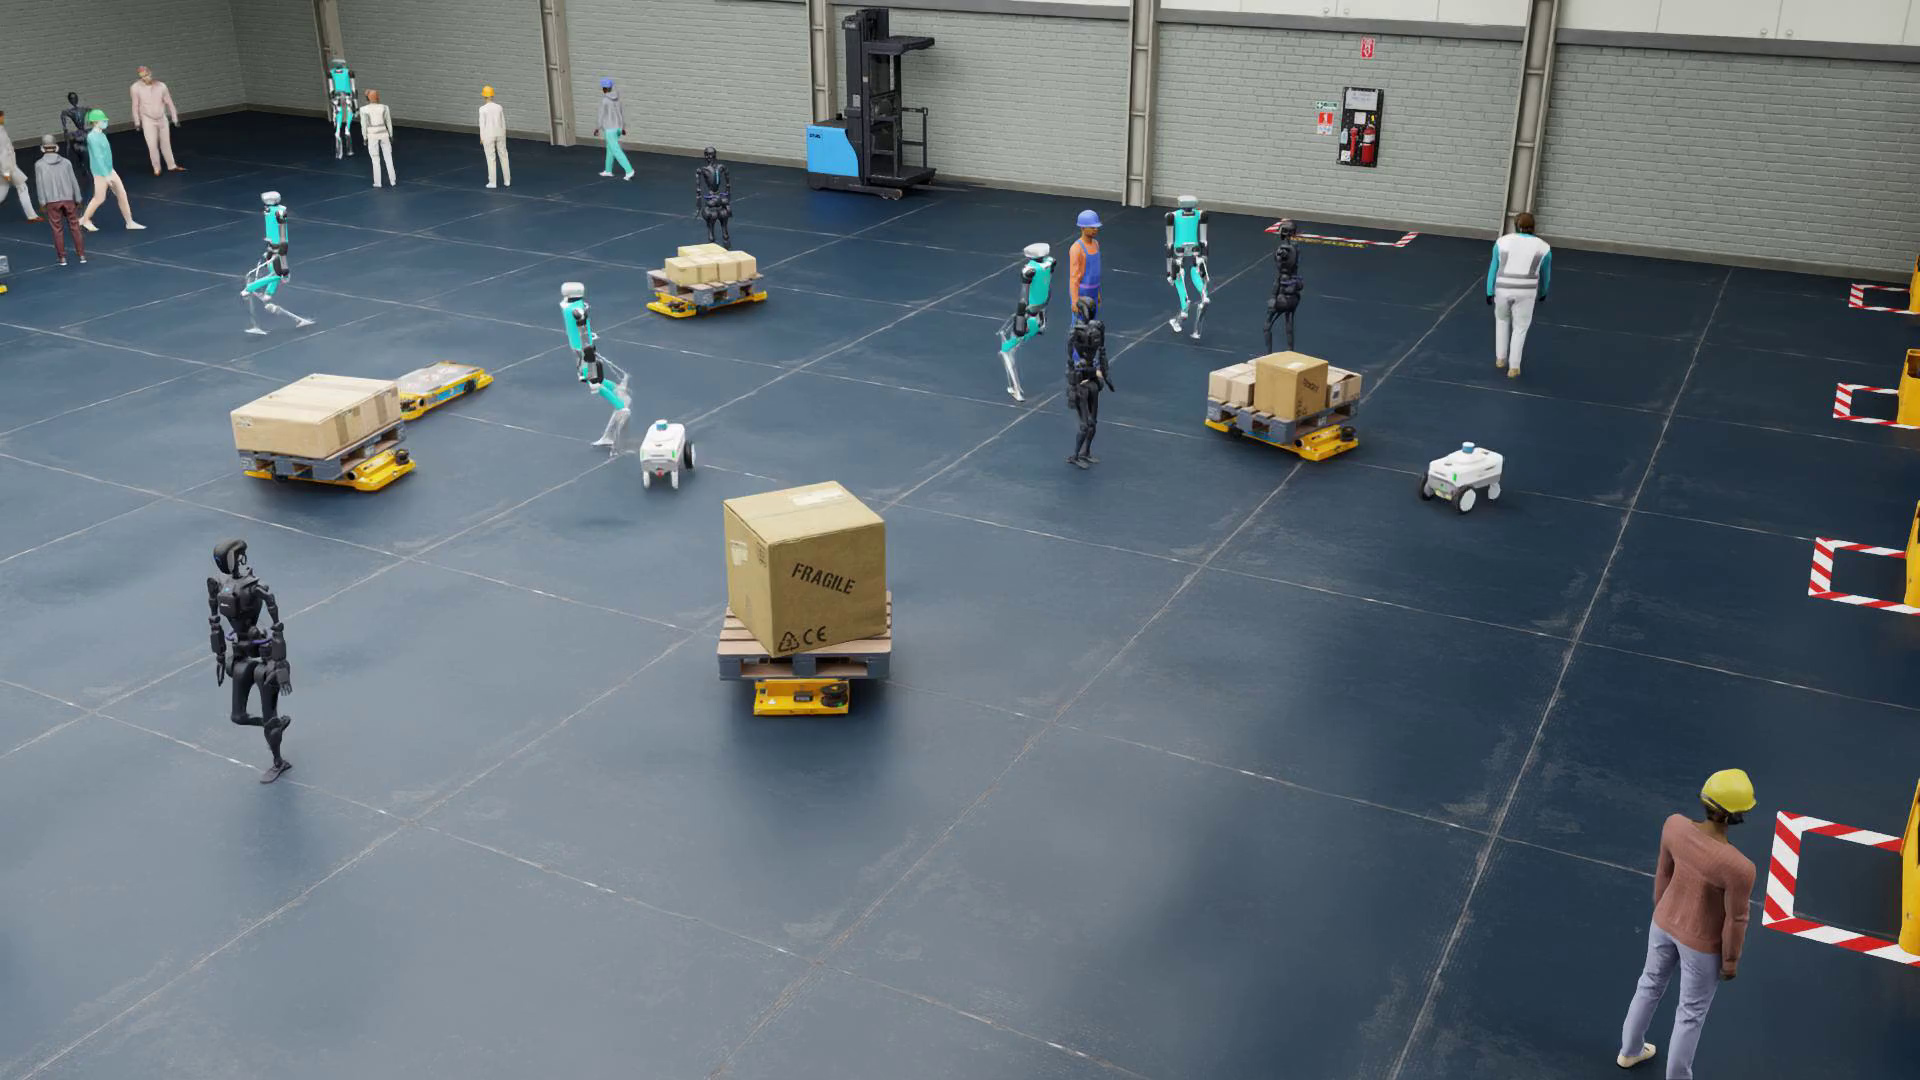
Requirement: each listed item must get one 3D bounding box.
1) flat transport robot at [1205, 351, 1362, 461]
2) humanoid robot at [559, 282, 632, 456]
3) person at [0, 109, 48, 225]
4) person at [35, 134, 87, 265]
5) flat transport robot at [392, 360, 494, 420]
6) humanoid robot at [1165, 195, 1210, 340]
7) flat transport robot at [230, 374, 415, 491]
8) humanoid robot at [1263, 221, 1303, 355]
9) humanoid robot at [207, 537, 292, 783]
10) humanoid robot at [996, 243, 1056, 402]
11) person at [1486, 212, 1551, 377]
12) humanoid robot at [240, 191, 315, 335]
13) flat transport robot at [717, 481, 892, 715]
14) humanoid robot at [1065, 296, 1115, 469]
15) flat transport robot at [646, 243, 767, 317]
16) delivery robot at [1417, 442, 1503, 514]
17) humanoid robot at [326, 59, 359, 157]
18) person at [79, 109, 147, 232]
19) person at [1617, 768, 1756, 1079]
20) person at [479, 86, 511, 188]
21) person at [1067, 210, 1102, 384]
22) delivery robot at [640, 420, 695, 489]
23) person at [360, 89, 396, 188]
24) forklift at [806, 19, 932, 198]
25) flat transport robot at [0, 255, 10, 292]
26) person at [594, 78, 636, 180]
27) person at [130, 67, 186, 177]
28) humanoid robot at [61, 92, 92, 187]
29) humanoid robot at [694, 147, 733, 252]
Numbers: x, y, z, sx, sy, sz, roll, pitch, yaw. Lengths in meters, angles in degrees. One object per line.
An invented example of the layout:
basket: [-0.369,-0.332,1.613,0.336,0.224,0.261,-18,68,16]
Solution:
flat transport robot: [3.273,-1.142,16.822,0.659,0.231,1.431,-19,30,-38]
humanoid robot: [-3.439,-1.634,16.149,0.765,1.808,0.550,-12,26,-25]
person: [-14.742,-5.729,25.567,0.515,1.800,0.887,20,30,39]
person: [-12.637,-4.781,23.347,0.548,1.806,0.380,-16,28,-33]
flat transport robot: [-5.745,-1.624,17.943,0.659,0.231,1.431,9,25,20]
humanoid robot: [2.733,-3.154,19.674,0.539,1.736,1.028,-4,24,-10]
flat transport robot: [-6.015,-0.724,15.848,1.431,0.231,0.659,7,24,15]
humanoid robot: [3.702,-2.812,18.931,0.455,1.641,0.611,15,28,31]
humanoid robot: [-4.483,0.736,10.670,0.589,1.649,0.466,7,24,17]
humanoid robot: [0.601,-2.310,17.694,0.837,1.793,0.610,16,28,32]
person: [6.237,-2.763,18.610,0.655,1.819,0.630,10,25,22]
humanoid robot: [-8.376,-3.260,19.944,1.042,1.748,0.541,-18,29,-35]
flat transport robot: [-1.101,0.865,12.149,0.659,0.231,1.431,-1,23,-1]
humanoid robot: [1.249,-1.518,15.912,0.397,1.656,0.597,21,31,39]
flat transport robot: [-3.259,-3.132,21.455,1.431,0.231,0.659,-21,31,-40]
delivery robot: [4.611,-0.602,15.183,0.757,0.580,0.499,-16,28,-32]
humanoid robot: [-11.490,-7.933,30.913,0.537,1.892,0.707,1,23,1]
person: [-13.008,-5.577,25.162,0.899,1.837,0.519,0,23,0]
person: [3.506,1.867,7.934,0.340,1.758,0.519,-11,25,-23]
person: [-7.932,-6.851,28.297,0.466,1.700,0.315,-18,29,-36]
person: [1.383,-2.688,18.344,0.356,1.909,0.531,15,27,31]
delivery robot: [-2.808,-0.848,15.750,0.499,0.575,0.759,-1,23,-1]
person: [-9.926,-6.848,28.368,0.524,1.636,0.305,-15,27,-30]
forklift: [-1.573,-7.292,27.850,1.873,2.768,1.129,12,26,25]
flat transport robot: [-13.414,-3.375,22.021,1.431,0.231,0.659,11,26,24]
person: [-6.013,-7.152,28.952,0.870,1.734,0.525,10,25,21]
person: [-14.153,-7.386,29.340,0.467,1.876,0.752,18,29,36]
humanoid robot: [-14.838,-6.760,28.182,0.609,1.621,0.795,-18,29,-36]
humanoid robot: [-3.426,-4.640,23.167,0.599,1.654,0.315,-17,29,-35]
